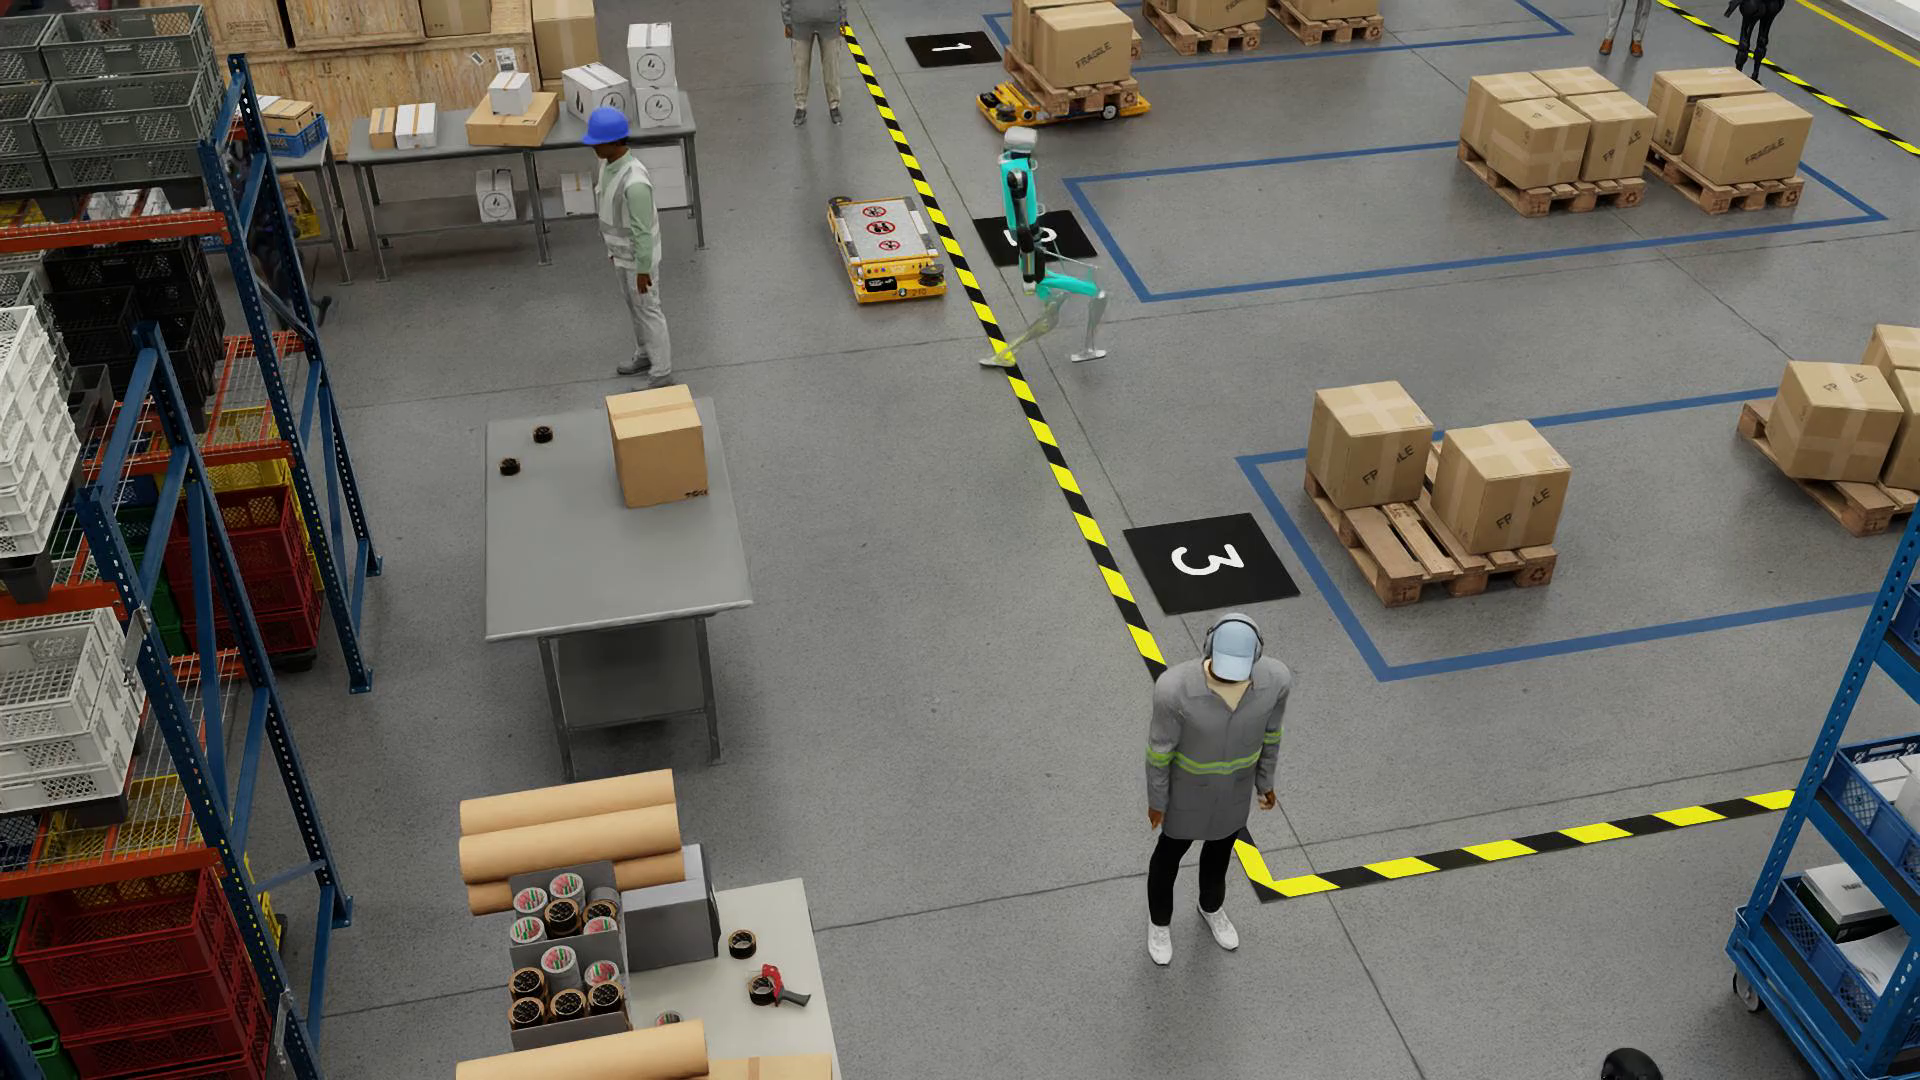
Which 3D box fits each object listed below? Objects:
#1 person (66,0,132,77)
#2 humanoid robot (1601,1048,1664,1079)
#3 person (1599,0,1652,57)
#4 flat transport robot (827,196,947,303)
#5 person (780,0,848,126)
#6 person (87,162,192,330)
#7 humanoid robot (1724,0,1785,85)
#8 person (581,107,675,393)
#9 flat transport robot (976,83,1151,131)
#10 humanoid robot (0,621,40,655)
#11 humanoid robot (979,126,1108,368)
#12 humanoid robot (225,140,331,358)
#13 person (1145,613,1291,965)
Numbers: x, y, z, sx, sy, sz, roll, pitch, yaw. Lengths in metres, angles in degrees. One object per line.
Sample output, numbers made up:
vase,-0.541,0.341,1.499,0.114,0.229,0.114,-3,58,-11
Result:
person,-7.546,-4.647,14.487,0.403,1.834,0.588,-26,44,-31
humanoid robot,1.951,2.198,5.419,0.599,1.654,0.385,-12,38,-16
person,6.427,-5.480,15.572,0.584,1.878,0.382,9,38,12
flat transport robot,-0.570,-2.220,12.538,0.659,0.231,1.431,-8,37,-10
person,-1.241,-4.427,14.251,0.572,1.761,0.408,-4,37,-5
person,-5.204,-1.843,10.698,0.643,1.867,0.504,-16,39,-20
humanoid robot,7.197,-4.893,14.937,0.599,1.657,0.315,-15,39,-19
person,-2.112,-1.845,10.636,0.412,1.939,0.609,-18,40,-22
flat transport robot,0.919,-3.940,14.826,1.431,0.197,0.652,-11,38,-15
humanoid robot,-4.415,0.462,7.754,1.027,1.771,0.545,-11,38,-14
humanoid robot,0.652,-1.837,10.849,1.047,1.769,0.537,-1,37,-2
humanoid robot,-4.535,-2.025,11.120,0.601,1.642,0.551,23,43,28
person,1.042,1.023,6.855,0.587,1.849,0.396,-7,37,-10
